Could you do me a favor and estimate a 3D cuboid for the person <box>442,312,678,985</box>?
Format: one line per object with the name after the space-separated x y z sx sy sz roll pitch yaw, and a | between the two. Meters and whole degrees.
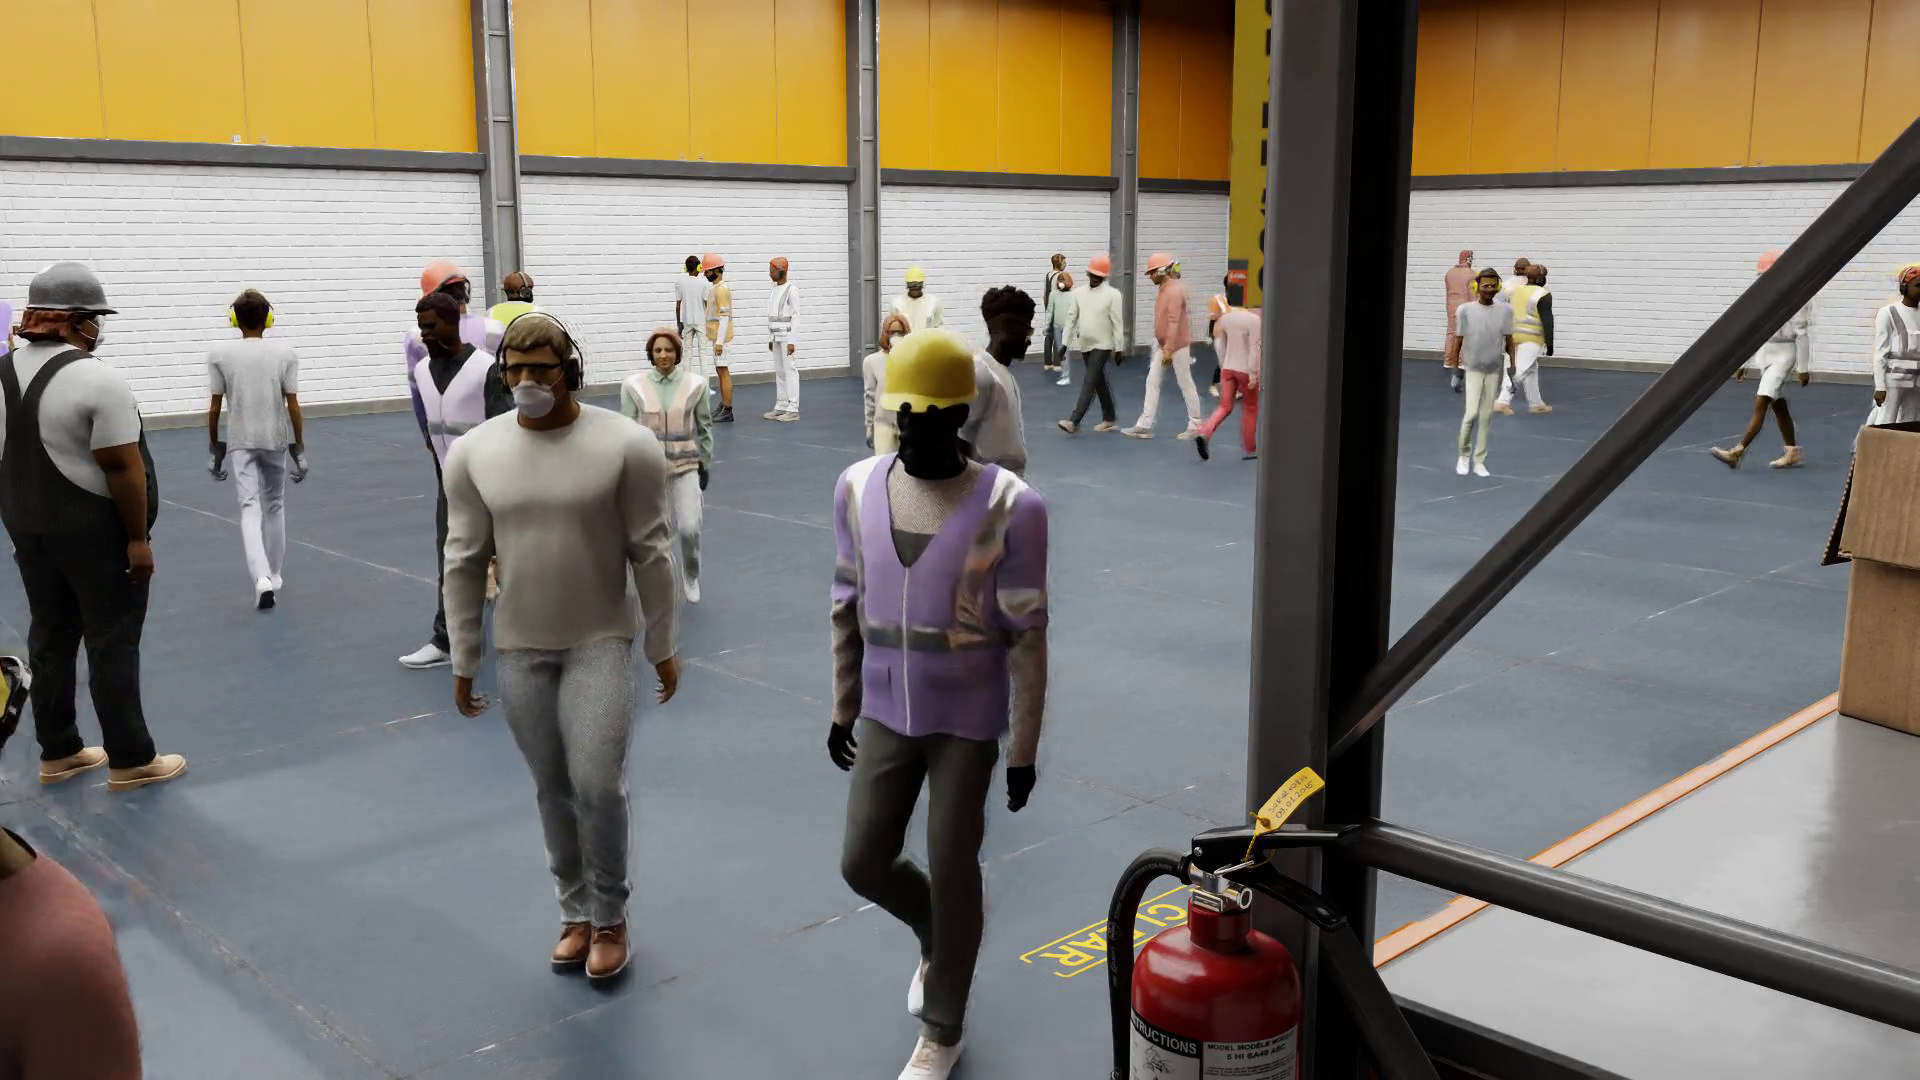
-1.143 0.324 4.701 0.650 1.917 0.567 0 10 2 | person

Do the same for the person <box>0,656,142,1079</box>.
-1.118 0.894 2.080 0.521 1.740 0.627 7 13 35 | person

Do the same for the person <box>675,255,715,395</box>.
-3.536 -2.852 22.203 0.511 1.857 0.329 2 11 9 | person

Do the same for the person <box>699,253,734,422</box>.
-2.781 -2.312 19.055 0.372 1.930 0.543 -2 11 -12 | person

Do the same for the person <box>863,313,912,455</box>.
-0.414 -0.793 11.655 0.508 1.608 0.731 1 10 5 | person

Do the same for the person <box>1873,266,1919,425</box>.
7.579 -1.246 13.370 0.574 1.883 0.356 -4 11 -21 | person

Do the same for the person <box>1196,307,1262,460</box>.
2.585 -1.600 15.706 0.761 1.742 0.528 -8 13 -36 | person

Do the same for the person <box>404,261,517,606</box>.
-2.920 -0.638 9.806 0.633 1.971 0.927 -5 12 -26 | person

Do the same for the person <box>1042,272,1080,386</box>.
1.438 -3.001 23.701 0.515 1.610 0.704 7 12 33 | person

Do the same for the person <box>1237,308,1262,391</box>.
4.018 -2.976 22.738 0.411 1.909 0.643 -10 14 -43 | person

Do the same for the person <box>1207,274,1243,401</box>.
3.476 -2.631 21.572 0.538 1.636 0.912 -5 12 -25 | person

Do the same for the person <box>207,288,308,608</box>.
-4.096 -0.544 9.684 0.529 1.833 0.926 -5 11 -25 | person

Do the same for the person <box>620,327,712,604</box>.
-1.650 -0.380 9.344 0.522 1.627 0.364 -2 11 -9 | person

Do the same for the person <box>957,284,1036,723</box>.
0.124 -0.159 7.352 0.513 1.913 0.697 2 11 11 | person

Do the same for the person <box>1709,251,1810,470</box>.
7.273 -1.605 15.058 1.047 1.980 0.621 -2 11 -10 | person

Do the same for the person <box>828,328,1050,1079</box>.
-0.059 0.424 4.173 0.619 1.911 0.475 5 12 27 | person

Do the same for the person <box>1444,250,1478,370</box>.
8.009 -3.661 26.504 0.404 1.900 0.643 -6 12 -29 | person

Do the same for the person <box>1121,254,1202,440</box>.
2.112 -2.005 17.356 0.931 1.931 0.632 -3 11 -15 | person

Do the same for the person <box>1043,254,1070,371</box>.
1.511 -3.574 26.170 0.327 1.842 0.511 -6 12 -31 | person

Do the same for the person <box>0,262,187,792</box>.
-3.378 -0.057 6.455 0.688 2.000 0.535 4 11 19 | person

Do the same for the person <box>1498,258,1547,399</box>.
7.325 -2.759 21.752 0.620 1.837 0.429 2 11 11 | person

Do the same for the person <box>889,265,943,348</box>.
-0.486 -2.050 17.928 0.606 1.817 0.433 1 10 3 | person

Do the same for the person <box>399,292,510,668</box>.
-2.447 -0.326 8.460 0.706 1.858 1.022 5 12 27 | person

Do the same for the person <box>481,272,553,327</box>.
-3.528 -1.231 13.410 0.623 1.841 0.430 1 10 6 | person

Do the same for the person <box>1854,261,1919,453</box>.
9.159 -1.721 15.961 0.998 1.874 0.612 2 11 9 | person

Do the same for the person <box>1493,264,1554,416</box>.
6.739 -2.377 19.794 0.956 1.800 0.642 -4 11 -21 | person

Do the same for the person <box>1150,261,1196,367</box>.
3.448 -3.661 27.035 0.866 1.699 0.499 -7 12 -32 | person

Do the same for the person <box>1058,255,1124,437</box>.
1.396 -2.068 17.762 1.054 1.910 0.647 -10 15 -44 | person

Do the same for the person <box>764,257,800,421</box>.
-2.047 -2.317 19.200 0.353 1.886 0.573 -7 12 -32 | person

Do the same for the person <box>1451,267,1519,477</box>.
4.640 -1.467 14.681 0.536 1.853 0.459 0 10 -1 | person

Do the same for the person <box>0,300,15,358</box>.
-8.665 -1.492 14.812 0.389 1.846 0.564 4 11 22 | person
